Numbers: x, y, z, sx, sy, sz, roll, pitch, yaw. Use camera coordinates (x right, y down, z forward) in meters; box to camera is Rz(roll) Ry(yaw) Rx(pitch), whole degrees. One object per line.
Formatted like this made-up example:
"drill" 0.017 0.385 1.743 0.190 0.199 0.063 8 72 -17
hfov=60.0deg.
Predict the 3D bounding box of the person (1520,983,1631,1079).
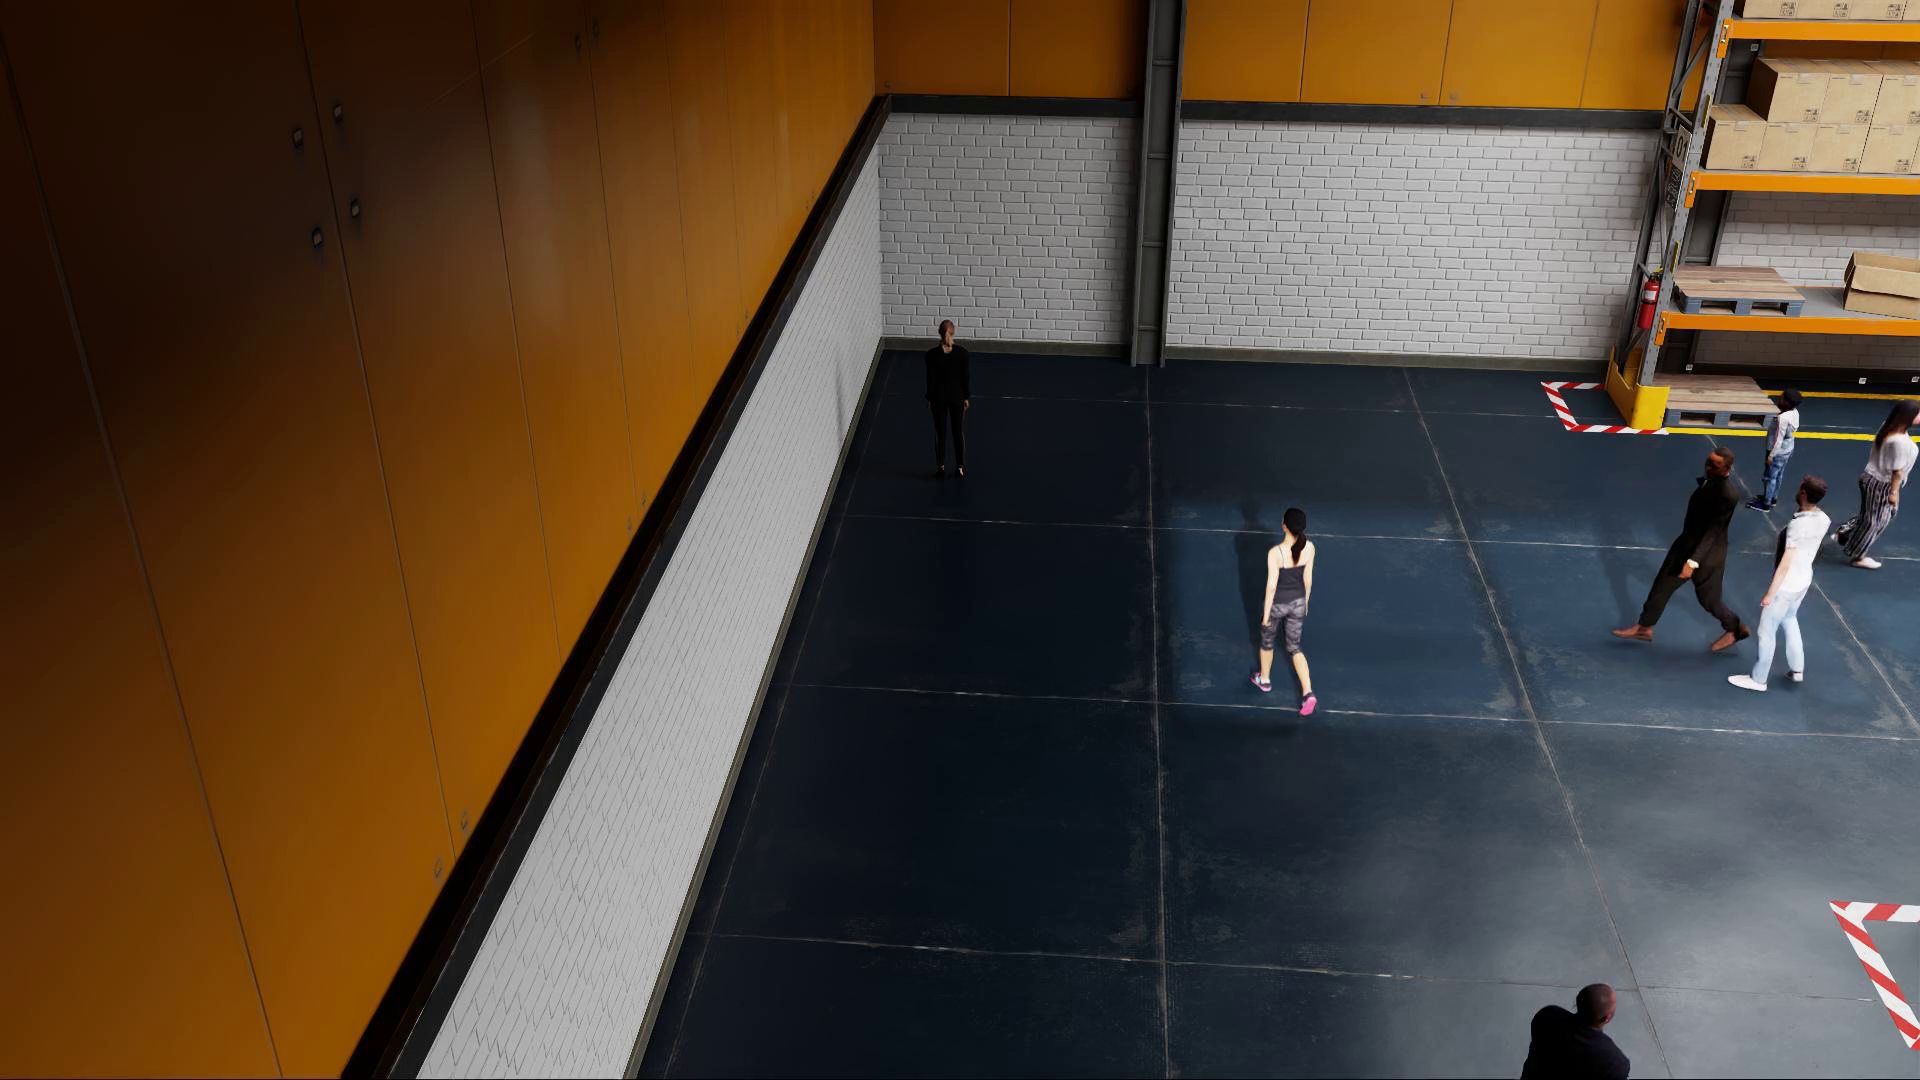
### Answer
"person" 3.023 2.984 8.492 1.135 1.799 1.069 -21 35 -33

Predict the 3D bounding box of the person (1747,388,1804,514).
"person" 7.948 -0.884 16.146 0.567 1.260 0.623 -24 37 -37

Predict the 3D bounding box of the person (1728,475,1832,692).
"person" 6.651 0.361 13.260 0.913 1.839 0.847 21 35 33

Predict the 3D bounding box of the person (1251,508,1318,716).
"person" 2.591 0.582 12.998 1.074 1.700 0.911 -9 30 -16

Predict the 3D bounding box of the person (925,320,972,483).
"person" -0.121 -1.385 16.599 0.536 1.706 0.710 -2 29 -4

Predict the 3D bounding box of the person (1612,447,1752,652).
"person" 6.182 0.129 13.653 1.309 1.868 0.769 -1 29 -1

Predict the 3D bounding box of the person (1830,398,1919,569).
"person" 8.261 -0.521 15.054 0.787 1.668 0.748 8 30 14
